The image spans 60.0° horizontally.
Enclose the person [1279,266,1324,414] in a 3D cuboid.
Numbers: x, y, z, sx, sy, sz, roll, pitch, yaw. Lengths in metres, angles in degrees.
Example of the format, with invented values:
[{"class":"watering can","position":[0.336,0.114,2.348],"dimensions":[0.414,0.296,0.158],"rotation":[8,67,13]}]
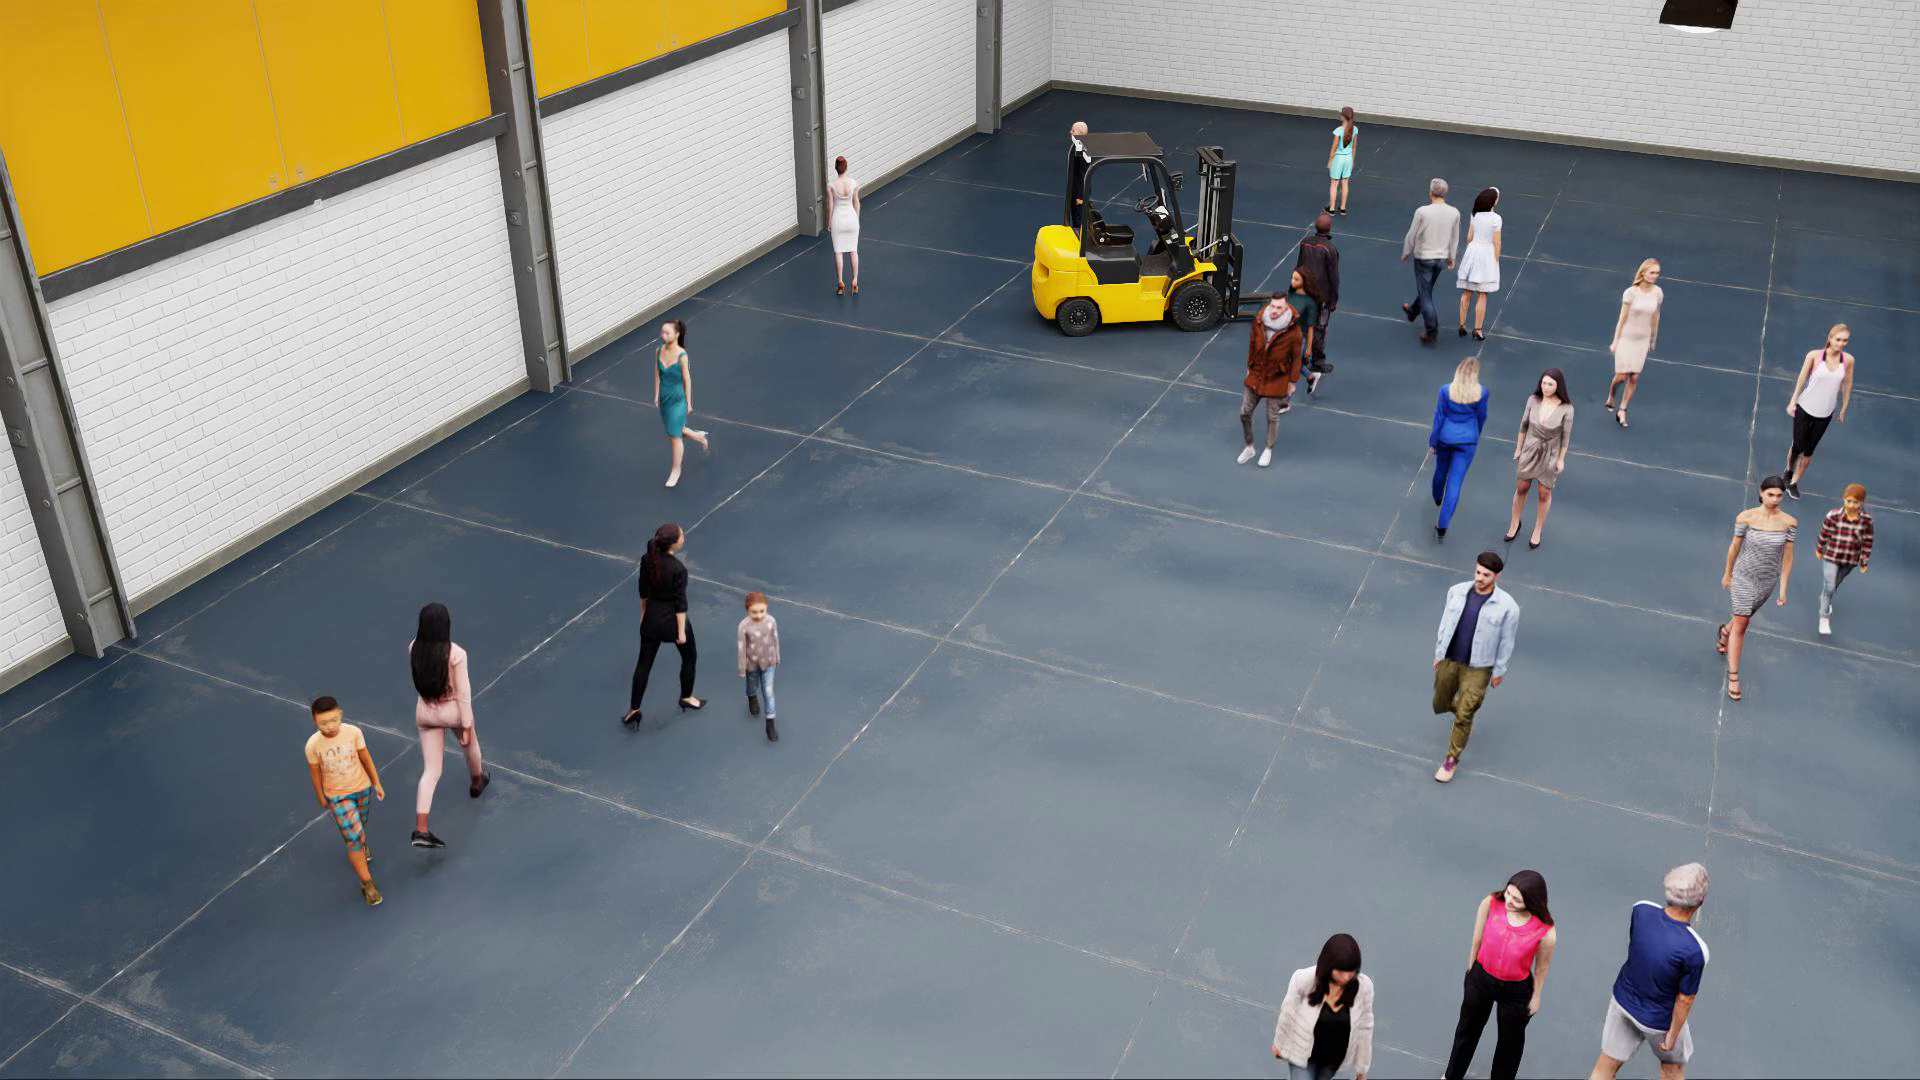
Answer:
[{"class":"person","position":[3.638,-2.145,17.690],"dimensions":[1.038,1.600,0.895],"rotation":[-17,33,-28]}]

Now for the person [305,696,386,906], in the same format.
[{"class":"person","position":[-4.053,1.619,10.964],"dimensions":[0.985,1.434,0.872],"rotation":[-21,35,-33]}]

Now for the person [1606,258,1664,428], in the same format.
[{"class":"person","position":[6.992,-2.082,17.343],"dimensions":[0.744,1.822,0.808],"rotation":[0,29,-1]}]

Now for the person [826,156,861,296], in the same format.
[{"class":"person","position":[-1.444,-3.923,20.749],"dimensions":[0.631,1.792,0.655],"rotation":[-5,29,-10]}]

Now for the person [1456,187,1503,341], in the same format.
[{"class":"person","position":[6.080,-3.224,19.441],"dimensions":[0.858,1.818,0.822],"rotation":[-22,36,-35]}]

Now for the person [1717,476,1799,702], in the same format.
[{"class":"person","position":[6.203,0.299,13.025],"dimensions":[0.785,1.776,1.152],"rotation":[5,29,9]}]

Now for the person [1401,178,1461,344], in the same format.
[{"class":"person","position":[5.502,-3.200,19.363],"dimensions":[1.222,1.850,1.350],"rotation":[-7,29,-12]}]

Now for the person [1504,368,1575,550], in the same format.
[{"class":"person","position":[5.225,-0.745,14.973],"dimensions":[0.640,1.744,0.572],"rotation":[19,34,31]}]

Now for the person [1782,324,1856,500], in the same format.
[{"class":"person","position":[8.147,-1.264,15.888],"dimensions":[0.701,1.779,0.708],"rotation":[7,29,12]}]

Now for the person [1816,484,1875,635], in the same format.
[{"class":"person","position":[7.370,0.103,13.912],"dimensions":[0.621,1.270,0.946],"rotation":[8,30,14]}]

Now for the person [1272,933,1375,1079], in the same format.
[{"class":"person","position":[1.907,2.659,8.882],"dimensions":[0.918,1.601,1.114],"rotation":[0,29,0]}]

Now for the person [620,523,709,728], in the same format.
[{"class":"person","position":[-2.262,0.673,12.499],"dimensions":[0.688,1.625,0.815],"rotation":[12,31,21]}]

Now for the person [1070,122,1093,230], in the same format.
[{"class":"person","position":[1.580,-4.659,22.090],"dimensions":[0.830,1.800,0.725],"rotation":[-4,29,-8]}]

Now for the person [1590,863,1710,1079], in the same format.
[{"class":"person","position":[3.620,2.542,8.894],"dimensions":[1.107,1.795,0.931],"rotation":[-19,34,-31]}]

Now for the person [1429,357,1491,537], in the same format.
[{"class":"person","position":[4.541,-0.817,15.206],"dimensions":[0.632,1.647,1.162],"rotation":[10,30,17]}]

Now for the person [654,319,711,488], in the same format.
[{"class":"person","position":[-2.733,-1.364,16.189],"dimensions":[0.661,1.667,0.951],"rotation":[18,33,29]}]

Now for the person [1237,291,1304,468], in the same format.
[{"class":"person","position":[3.091,-1.625,16.499],"dimensions":[0.740,1.827,0.707],"rotation":[16,32,26]}]

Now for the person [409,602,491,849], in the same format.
[{"class":"person","position":[-3.560,1.303,11.312],"dimensions":[0.850,1.654,1.319],"rotation":[4,29,8]}]

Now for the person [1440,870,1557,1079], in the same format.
[{"class":"person","position":[2.985,2.465,9.175],"dimensions":[0.631,1.661,0.584],"rotation":[20,34,32]}]

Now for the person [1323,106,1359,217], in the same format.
[{"class":"person","position":[5.445,-5.416,23.728],"dimensions":[0.671,1.561,0.726],"rotation":[-5,29,-10]}]

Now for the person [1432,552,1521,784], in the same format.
[{"class":"person","position":[3.683,0.859,11.974],"dimensions":[0.827,1.800,1.006],"rotation":[22,35,34]}]

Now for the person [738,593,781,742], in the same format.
[{"class":"person","position":[-1.534,0.894,12.560],"dimensions":[0.793,1.177,0.878],"rotation":[-8,30,-14]}]

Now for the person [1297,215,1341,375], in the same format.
[{"class":"person","position":[3.973,-2.755,18.573],"dimensions":[0.738,1.826,0.776],"rotation":[-25,37,-37]}]
